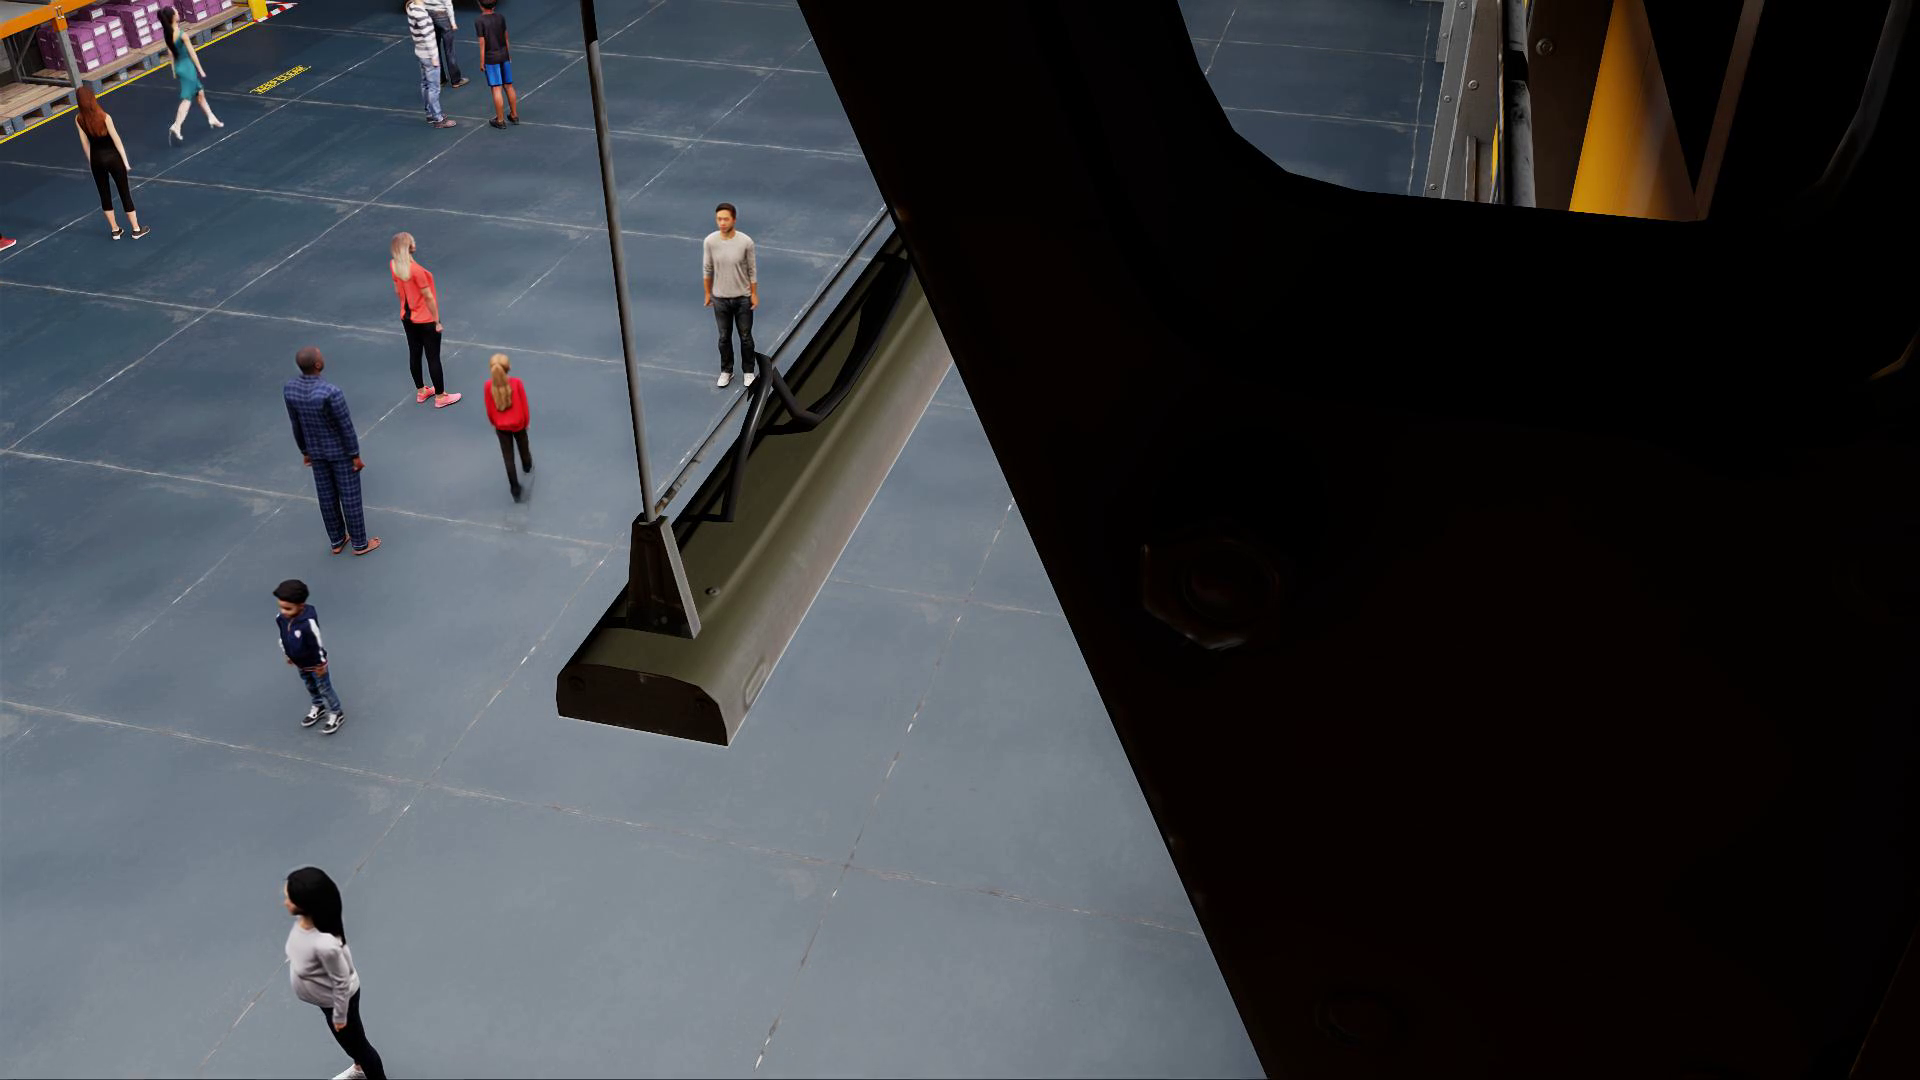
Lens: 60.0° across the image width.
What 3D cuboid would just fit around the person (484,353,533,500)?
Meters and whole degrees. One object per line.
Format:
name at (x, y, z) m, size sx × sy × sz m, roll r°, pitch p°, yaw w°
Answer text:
person at (-3.810, -0.950, 14.049) m, size 0.748 × 1.251 × 0.962 m, roll -6°, pitch 34°, yaw -8°

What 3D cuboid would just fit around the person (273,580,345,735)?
person at (-4.496, 0.784, 11.467) m, size 0.541 × 1.222 × 0.516 m, roll 15°, pitch 36°, yaw 21°

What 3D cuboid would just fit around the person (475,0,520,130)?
person at (-5.999, -6.241, 21.514) m, size 0.759 × 1.799 × 0.670 m, roll 28°, pitch 43°, yaw 36°

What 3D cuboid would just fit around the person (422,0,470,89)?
person at (-7.182, -7.172, 22.895) m, size 0.645 × 1.820 × 0.549 m, roll 9°, pitch 35°, yaw 14°

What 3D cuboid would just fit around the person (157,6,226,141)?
person at (-9.880, -5.883, 21.114) m, size 0.742 × 1.646 × 1.098 m, roll 18°, pitch 37°, yaw 24°

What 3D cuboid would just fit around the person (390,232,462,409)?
person at (-4.969, -2.027, 15.269) m, size 0.650 × 1.694 × 0.622 m, roll 19°, pitch 38°, yaw 26°

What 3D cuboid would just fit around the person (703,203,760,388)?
person at (-2.134, -2.305, 15.582) m, size 0.712 × 1.812 × 0.633 m, roll 0°, pitch 34°, yaw 0°

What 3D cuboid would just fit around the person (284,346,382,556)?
person at (-4.994, -0.709, 13.169) m, size 0.675 × 1.824 × 0.591 m, roll 7°, pitch 34°, yaw 11°

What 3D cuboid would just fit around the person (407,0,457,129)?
person at (-6.923, -6.304, 21.560) m, size 0.763 × 1.854 × 0.716 m, roll -19°, pitch 38°, yaw -27°

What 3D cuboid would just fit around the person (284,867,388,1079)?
person at (-3.260, 2.347, 8.684) m, size 0.747 × 1.700 × 0.710 m, roll -23°, pitch 40°, yaw -30°

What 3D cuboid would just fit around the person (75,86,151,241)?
person at (-9.502, -4.196, 18.504) m, size 0.631 × 1.726 × 0.611 m, roll -2°, pitch 34°, yaw -3°
